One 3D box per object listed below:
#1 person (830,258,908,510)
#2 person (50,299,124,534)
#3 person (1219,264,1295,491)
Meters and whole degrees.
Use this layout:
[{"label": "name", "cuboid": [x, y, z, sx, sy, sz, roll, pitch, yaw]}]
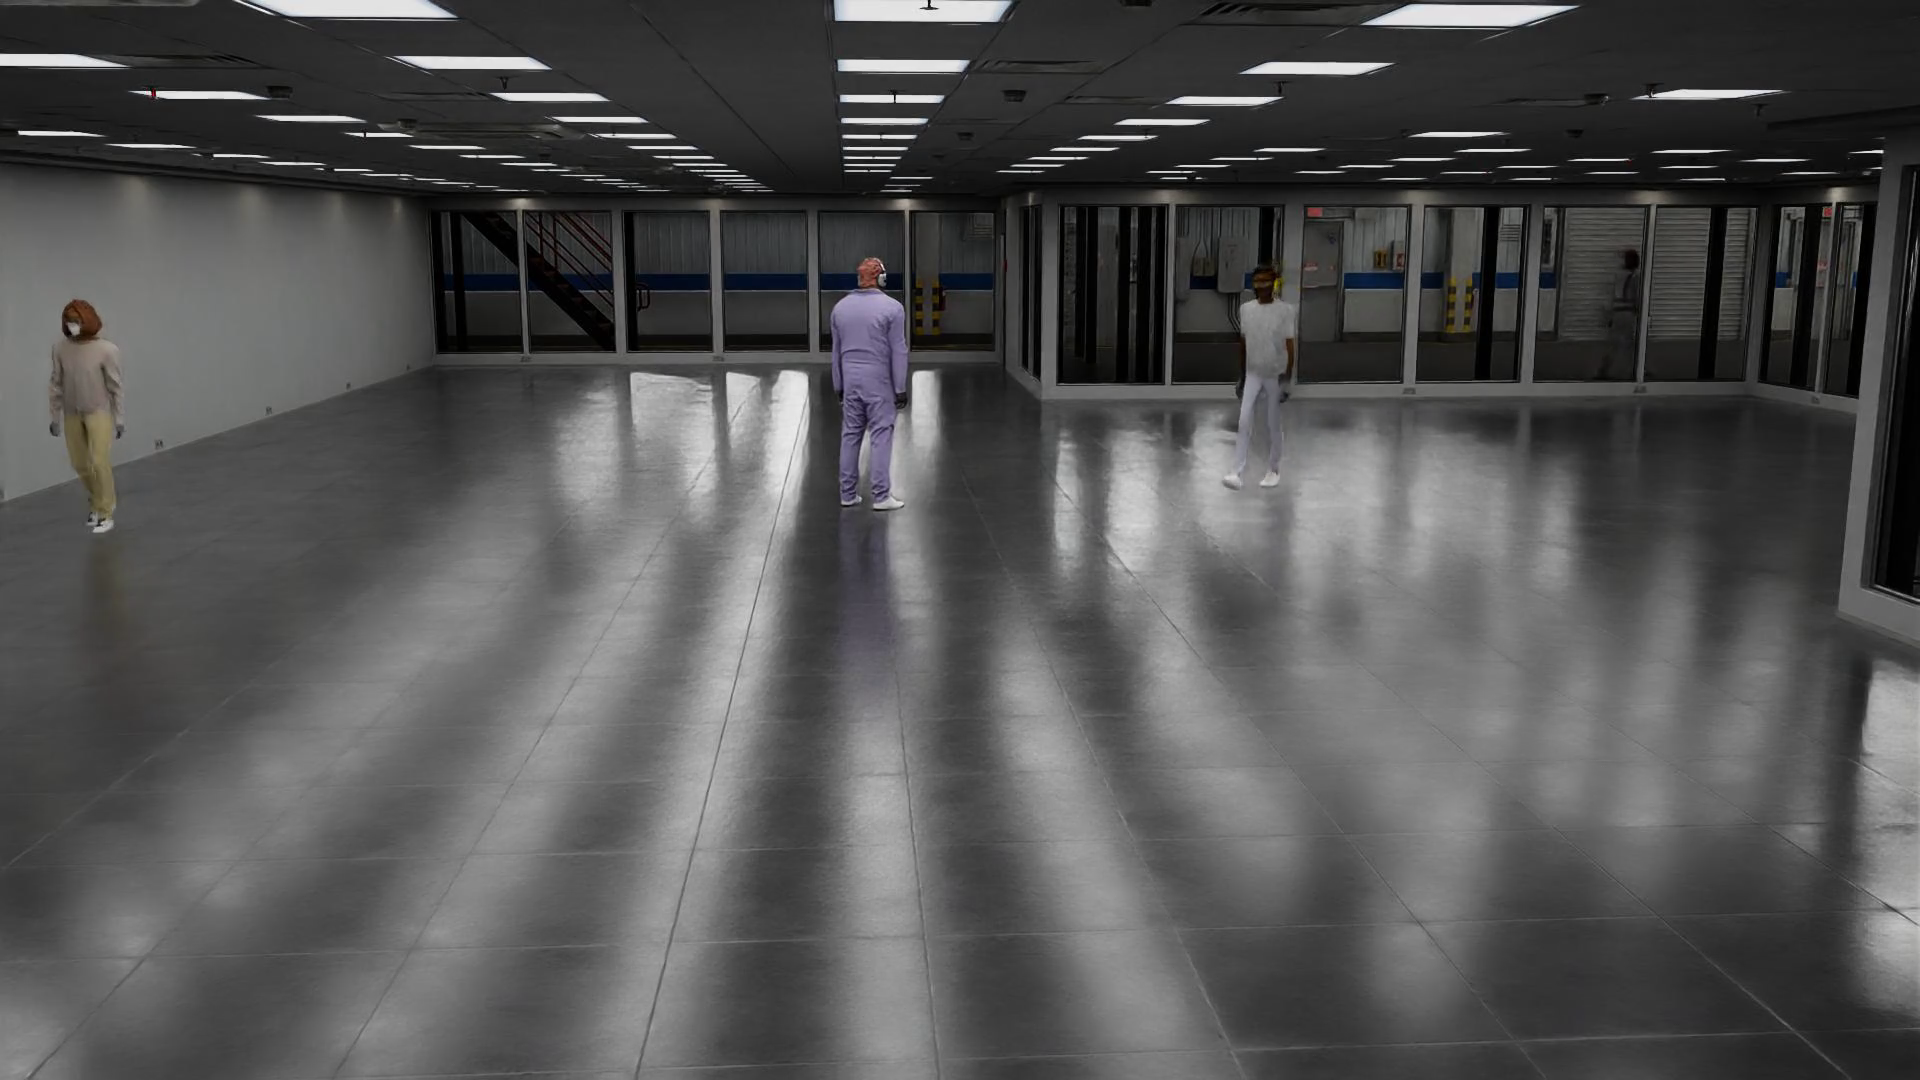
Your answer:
[{"label": "person", "cuboid": [-0.673, -1.178, 12.608, 0.659, 1.894, 0.399, 7, 13, 33]}, {"label": "person", "cuboid": [-6.097, -0.863, 11.654, 0.502, 1.649, 0.401, 1, 11, 7]}, {"label": "person", "cuboid": [2.413, -1.291, 13.372, 0.556, 1.821, 0.946, 6, 12, 31]}]
